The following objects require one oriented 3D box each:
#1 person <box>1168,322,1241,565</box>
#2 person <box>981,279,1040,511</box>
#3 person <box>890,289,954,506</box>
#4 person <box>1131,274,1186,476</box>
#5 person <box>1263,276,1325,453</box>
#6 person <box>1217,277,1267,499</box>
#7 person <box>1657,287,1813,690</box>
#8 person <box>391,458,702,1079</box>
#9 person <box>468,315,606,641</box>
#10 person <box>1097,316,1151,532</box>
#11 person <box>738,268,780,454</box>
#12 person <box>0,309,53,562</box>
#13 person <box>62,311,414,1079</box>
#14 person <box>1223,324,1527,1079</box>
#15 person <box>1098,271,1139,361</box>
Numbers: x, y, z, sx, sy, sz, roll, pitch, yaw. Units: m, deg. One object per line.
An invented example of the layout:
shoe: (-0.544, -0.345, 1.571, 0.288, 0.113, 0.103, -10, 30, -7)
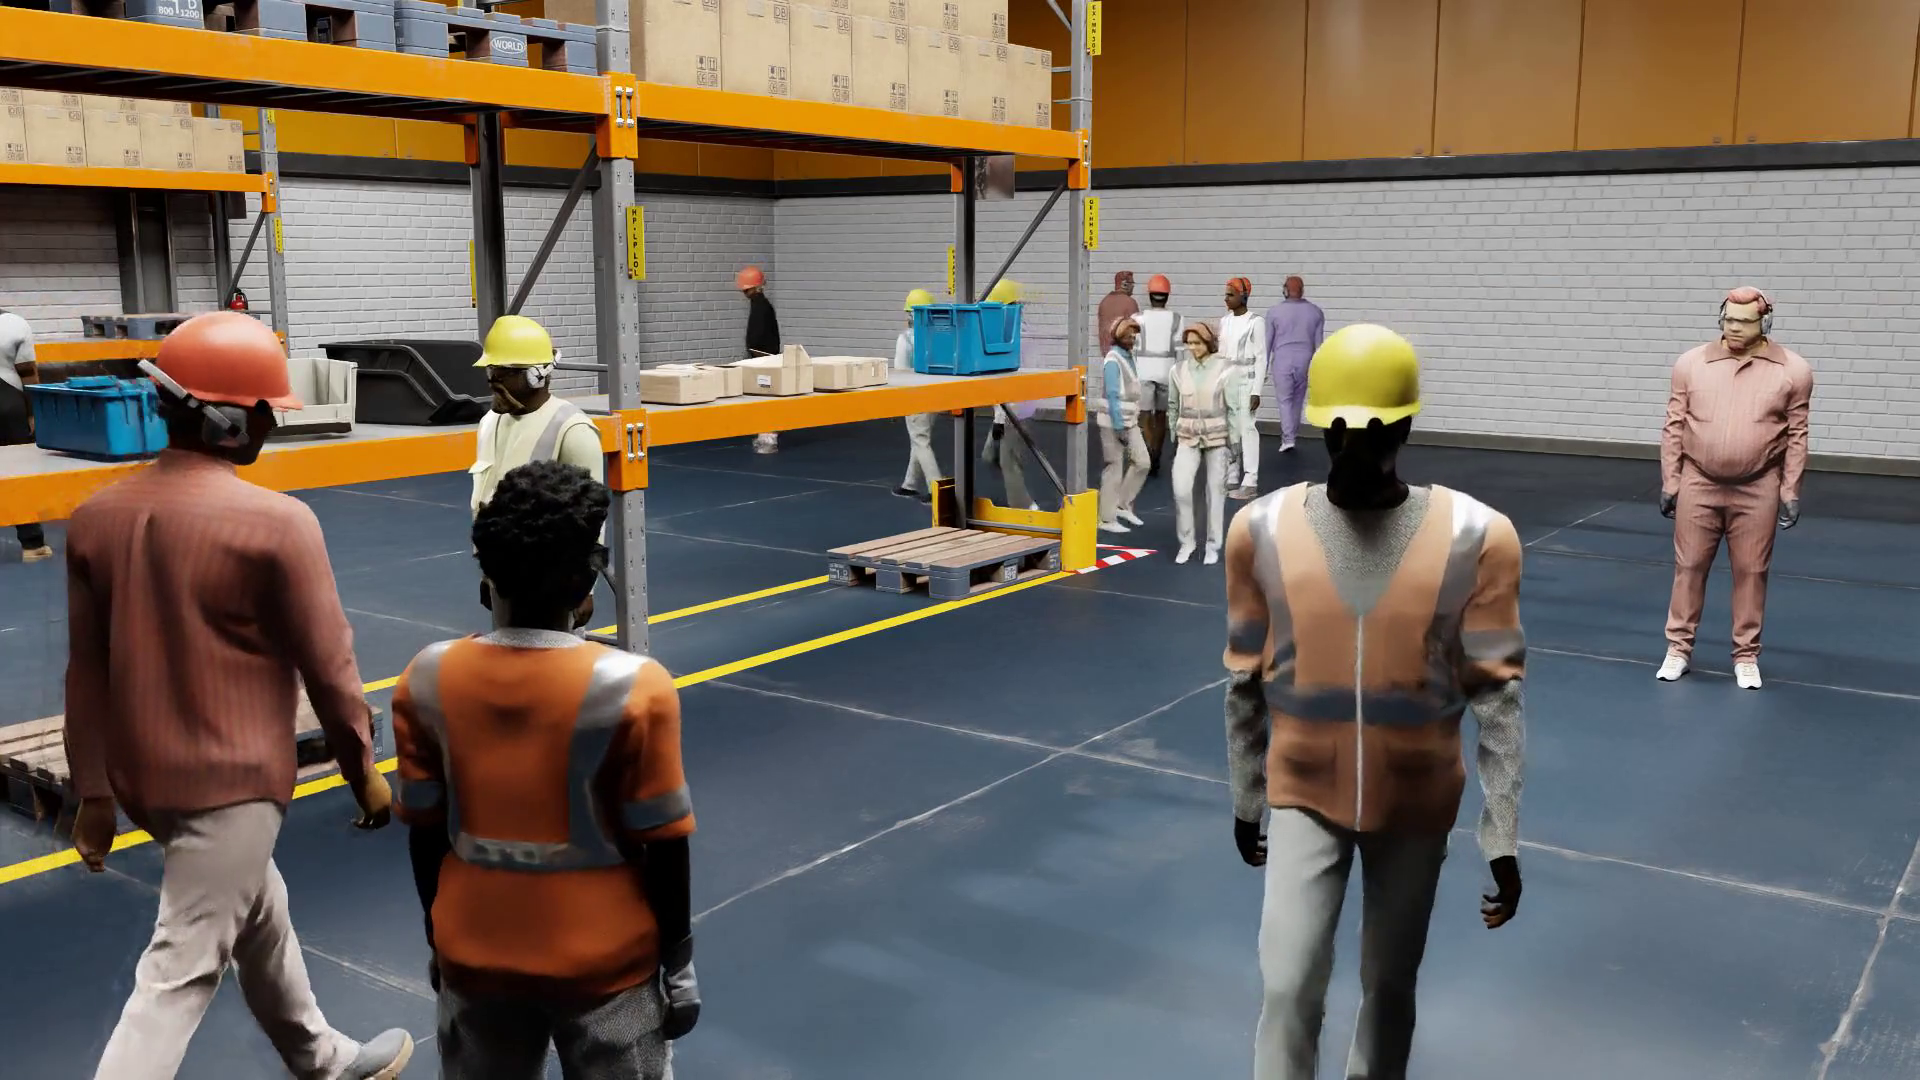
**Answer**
person: (1.612, -0.625, 11.020, 0.531, 1.622, 0.485, 4, 10, 22)
person: (0.341, -0.947, 12.112, 0.428, 1.894, 0.610, 0, 10, 0)
person: (-0.330, -1.188, 13.866, 0.609, 1.796, 0.844, -9, 13, -44)
person: (1.859, -1.563, 15.760, 0.552, 1.908, 0.890, 0, 10, 2)
person: (3.520, -1.869, 17.708, 0.662, 1.868, 0.907, -1, 10, -7)
person: (2.380, -1.291, 14.193, 0.342, 1.882, 0.579, -5, 11, -26)
person: (3.657, -0.243, 7.904, 0.636, 1.902, 0.406, 5, 11, 27)
person: (-0.687, 0.709, 2.838, 0.540, 1.695, 0.317, 2, 10, 14)
person: (-1.539, 0.114, 5.980, 0.600, 1.829, 0.404, 7, 12, 36)
person: (1.201, -0.844, 12.329, 0.401, 1.619, 0.535, 5, 11, 27)
person: (-2.137, -1.911, 17.722, 0.423, 1.958, 0.893, -2, 10, -11)
person: (-6.509, -0.857, 11.142, 0.682, 2.000, 0.536, -2, 10, -14)
person: (-1.586, 0.497, 3.476, 0.602, 1.935, 1.097, 4, 10, 24)
person: (0.791, 0.537, 3.273, 0.610, 1.892, 0.874, 3, 10, 16)
person: (1.912, -2.215, 19.639, 0.399, 1.905, 0.643, -6, 11, -33)
